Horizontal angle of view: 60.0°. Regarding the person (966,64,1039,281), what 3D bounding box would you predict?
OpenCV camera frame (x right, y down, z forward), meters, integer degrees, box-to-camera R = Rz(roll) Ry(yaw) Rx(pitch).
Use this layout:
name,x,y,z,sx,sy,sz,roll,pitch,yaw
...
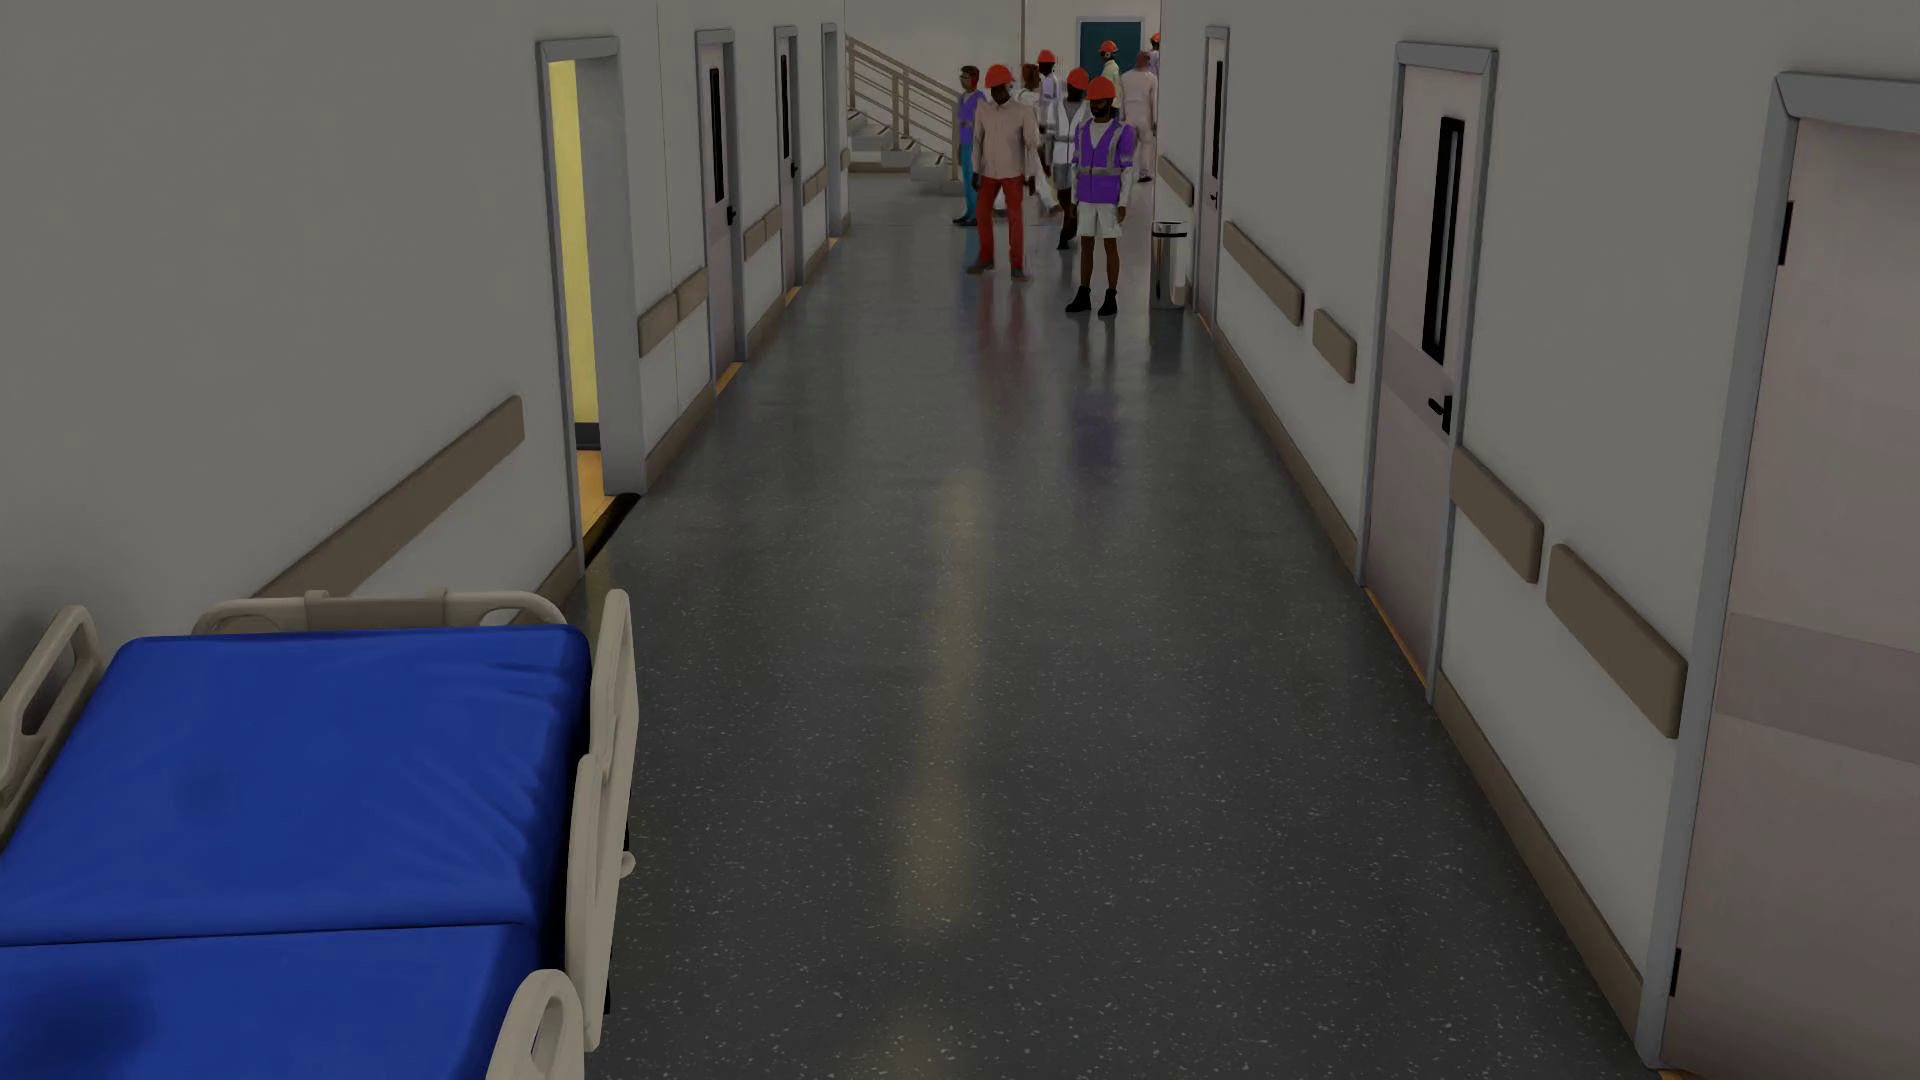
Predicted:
name,x,y,z,sx,sy,sz,roll,pitch,yaw
person,0.371,-3.445,15.636,0.837,1.969,0.488,10,20,29

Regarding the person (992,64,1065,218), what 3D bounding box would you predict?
name,x,y,z,sx,sy,sz,roll,pitch,yaw
person,0.855,-4.824,20.190,0.999,1.829,0.577,1,18,2

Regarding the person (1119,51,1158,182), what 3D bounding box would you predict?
name,x,y,z,sx,sy,sz,roll,pitch,yaw
person,2.633,-6.220,24.489,0.658,1.887,0.546,10,20,29

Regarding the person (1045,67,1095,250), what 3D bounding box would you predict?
name,x,y,z,sx,sy,sz,roll,pitch,yaw
person,1.205,-4.106,17.847,0.555,1.893,0.886,4,18,12

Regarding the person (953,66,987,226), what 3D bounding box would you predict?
name,x,y,z,sx,sy,sz,roll,pitch,yaw
person,0.152,-4.631,19.589,0.391,1.836,0.600,-7,19,-20

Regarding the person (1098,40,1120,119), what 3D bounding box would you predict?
name,x,y,z,sx,sy,sz,roll,pitch,yaw
person,2.380,-6.999,26.763,0.376,1.995,0.609,4,18,12

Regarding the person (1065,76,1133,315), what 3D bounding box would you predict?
name,x,y,z,sx,sy,sz,roll,pitch,yaw
person,1.148,-2.837,13.776,0.542,1.939,0.364,11,21,30
